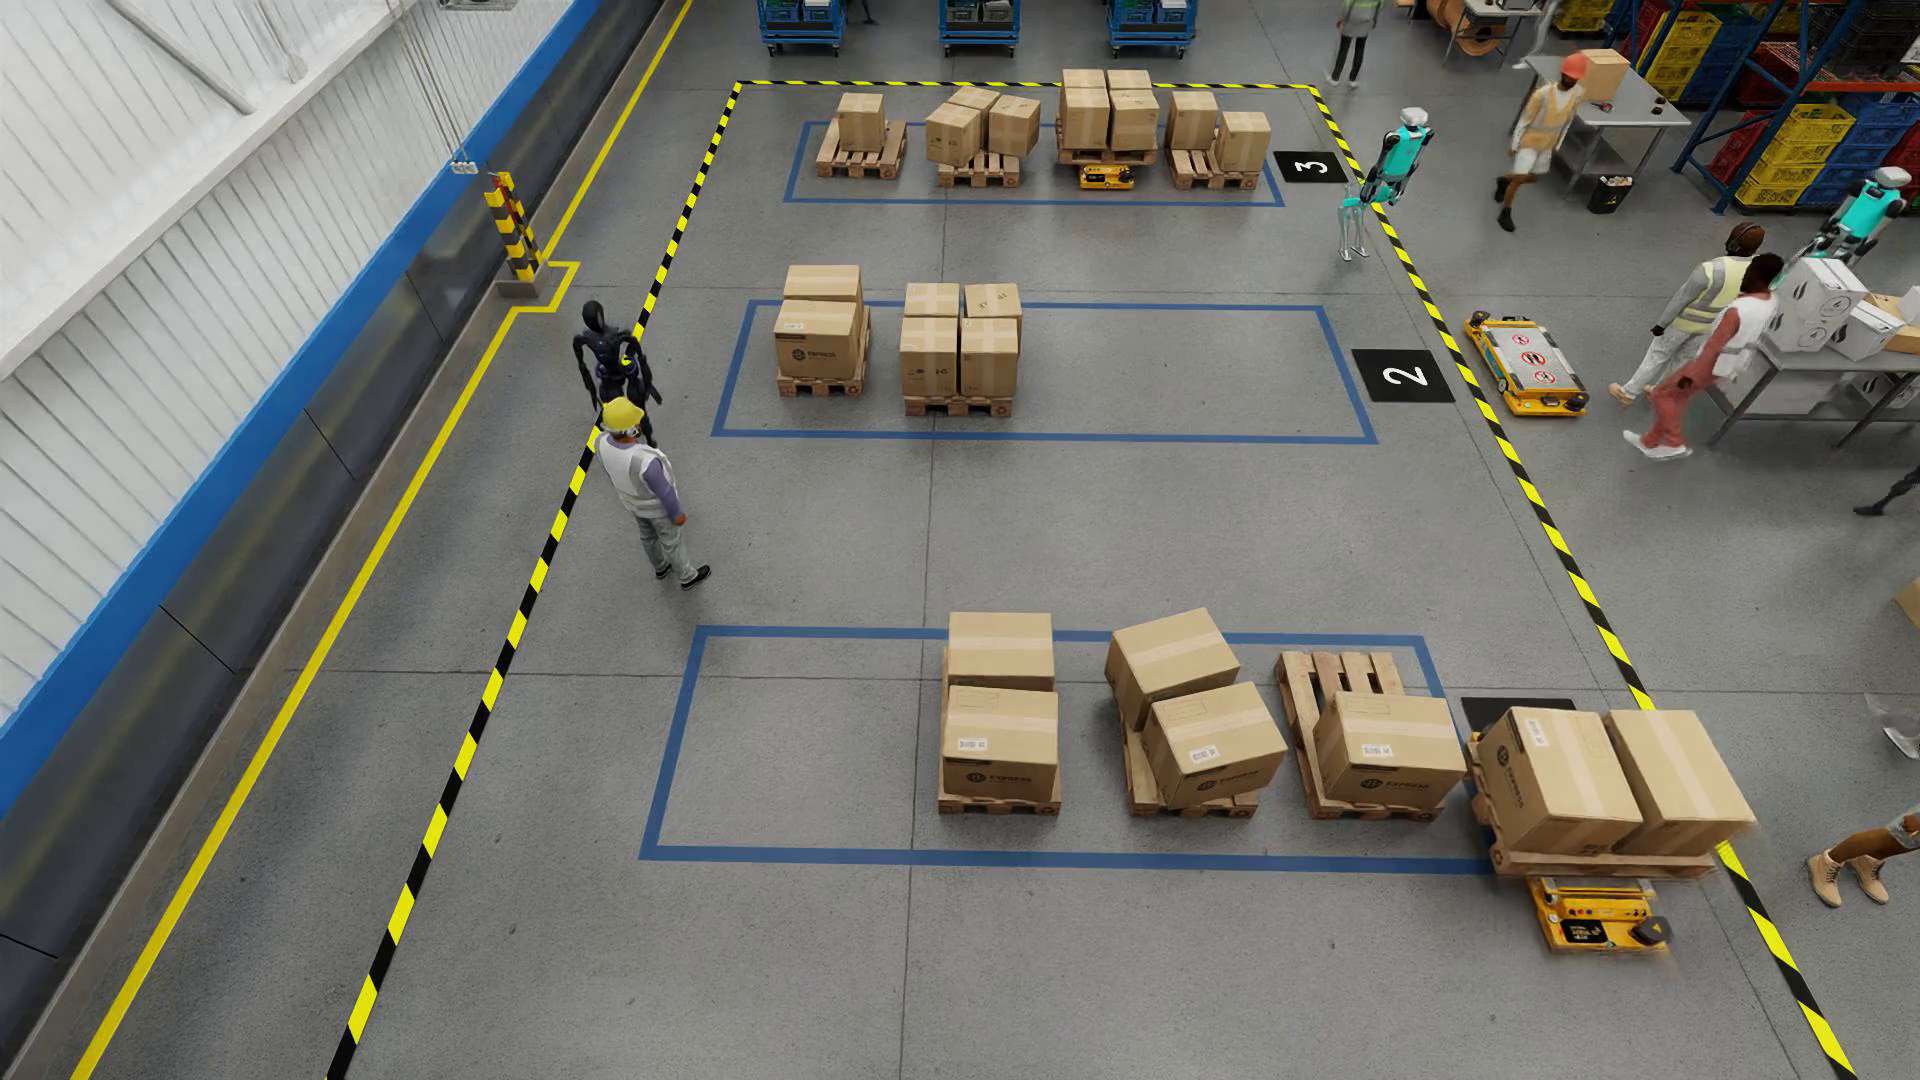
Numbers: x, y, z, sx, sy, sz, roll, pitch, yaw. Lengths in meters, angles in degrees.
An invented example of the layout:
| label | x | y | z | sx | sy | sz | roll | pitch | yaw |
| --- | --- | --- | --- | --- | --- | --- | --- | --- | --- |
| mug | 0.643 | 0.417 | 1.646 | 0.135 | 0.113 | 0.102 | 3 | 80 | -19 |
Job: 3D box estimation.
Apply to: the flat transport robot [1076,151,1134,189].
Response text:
| label | x | y | z | sx | sy | sz | roll | pitch | yaw |
| --- | --- | --- | --- | --- | --- | --- | --- | --- | --- |
| flat transport robot | 1.845 | -4.982 | 11.827 | 0.652 | 0.197 | 1.431 | 1 | 49 | 1 |

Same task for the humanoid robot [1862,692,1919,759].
| label | x | y | z | sx | sy | sz | roll | pitch | yaw |
| --- | --- | --- | --- | --- | --- | --- | --- | --- | --- |
| humanoid robot | 6.573 | 0.884 | 5.806 | 0.547 | 1.795 | 0.850 | -2 | 49 | -2 |

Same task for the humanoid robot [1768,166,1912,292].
| label | x | y | z | sx | sy | sz | roll | pitch | yaw |
| --- | --- | --- | --- | --- | --- | --- | --- | --- | --- |
| humanoid robot | 8.233 | -2.697 | 8.963 | 0.797 | 1.878 | 0.555 | -5 | 49 | -4 |

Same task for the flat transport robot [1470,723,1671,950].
| label | x | y | z | sx | sy | sz | roll | pitch | yaw |
| --- | --- | --- | --- | --- | --- | --- | --- | --- | --- |
| flat transport robot | 3.890 | 1.862 | 5.903 | 0.652 | 0.197 | 1.431 | 1 | 49 | 1 |

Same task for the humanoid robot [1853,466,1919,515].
| label | x | y | z | sx | sy | sz | roll | pitch | yaw |
| --- | --- | --- | --- | --- | --- | --- | --- | --- | --- |
| humanoid robot | 8.097 | -0.732 | 7.279 | 0.781 | 1.636 | 0.613 | -5 | 49 | -4 |

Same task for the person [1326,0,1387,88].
| label | x | y | z | sx | sy | sz | roll | pitch | yaw |
| --- | --- | --- | --- | --- | --- | --- | --- | --- | --- |
| person | 5.600 | -7.349 | 12.847 | 0.596 | 1.850 | 0.396 | 1 | 49 | 0 |

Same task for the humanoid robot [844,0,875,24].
| label | x | y | z | sx | sy | sz | roll | pitch | yaw |
| --- | --- | --- | --- | --- | --- | --- | --- | --- | --- |
| humanoid robot | -1.743 | -9.049 | 14.452 | 0.759 | 1.627 | 0.589 | 18 | 51 | 15 |

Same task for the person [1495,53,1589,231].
| label | x | y | z | sx | sy | sz | roll | pitch | yaw |
| --- | --- | --- | --- | --- | --- | --- | --- | --- | --- |
| person | 6.511 | -4.518 | 10.351 | 0.560 | 1.924 | 0.632 | -2 | 49 | -2 |

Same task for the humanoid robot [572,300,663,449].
| label | x | y | z | sx | sy | sz | roll | pitch | yaw |
| --- | --- | --- | --- | --- | --- | --- | --- | --- | --- |
| humanoid robot | -2.849 | -1.305 | 7.735 | 0.588 | 1.648 | 0.363 | -8 | 50 | -7 |

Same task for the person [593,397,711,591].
| label | x | y | z | sx | sy | sz | roll | pitch | yaw |
| --- | --- | --- | --- | --- | --- | --- | --- | --- | --- |
| person | -2.277 | -0.313 | 6.769 | 0.588 | 1.832 | 0.404 | 24 | 53 | 19 |

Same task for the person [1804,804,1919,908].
| label | x | y | z | sx | sy | sz | roll | pitch | yaw |
| --- | --- | --- | --- | --- | --- | --- | --- | --- | --- |
| person | 5.611 | 1.530 | 5.044 | 0.613 | 2.030 | 0.397 | -2 | 49 | -1 |

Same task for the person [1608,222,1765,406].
| label | x | y | z | sx | sy | sz | roll | pitch | yaw |
| --- | --- | --- | --- | --- | --- | --- | --- | --- | --- |
| person | 6.544 | -1.972 | 8.207 | 0.622 | 1.837 | 0.429 | -3 | 49 | -3 |

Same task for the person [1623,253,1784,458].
| label | x | y | z | sx | sy | sz | roll | pitch | yaw |
| --- | --- | --- | --- | --- | --- | --- | --- | --- | --- |
| person | 6.333 | -1.492 | 7.760 | 0.660 | 1.872 | 0.508 | -23 | 53 | -19 |

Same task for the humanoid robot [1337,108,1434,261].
| label | x | y | z | sx | sy | sz | roll | pitch | yaw |
| --- | --- | --- | --- | --- | --- | --- | --- | --- | --- |
| humanoid robot | 4.431 | -3.844 | 9.803 | 0.533 | 1.673 | 0.735 | -13 | 50 | -11 |

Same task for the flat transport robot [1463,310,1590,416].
| label | x | y | z | sx | sy | sz | roll | pitch | yaw |
| --- | --- | --- | --- | --- | --- | --- | --- | --- | --- |
| flat transport robot | 5.573 | -1.757 | 9.054 | 0.659 | 0.231 | 1.431 | 1 | 49 | 1 |

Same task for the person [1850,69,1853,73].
| label | x | y | z | sx | sy | sz | roll | pitch | yaw |
| --- | --- | --- | --- | --- | --- | --- | --- | --- | --- |
| person | 13.354 | -7.642 | 13.179 | 0.509 | 1.724 | 0.368 | -2 | 49 | -1 |

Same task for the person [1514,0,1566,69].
| label | x | y | z | sx | sy | sz | roll | pitch | yaw |
| --- | --- | --- | --- | --- | --- | --- | --- | --- | --- |
| person | 8.596 | -7.814 | 13.243 | 0.344 | 1.877 | 0.519 | 3 | 49 | 3 |

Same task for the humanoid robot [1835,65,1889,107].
| label | x | y | z | sx | sy | sz | roll | pitch | yaw |
| --- | --- | --- | --- | --- | --- | --- | --- | --- | --- |
| humanoid robot | 11.337 | -5.669 | 11.529 | 0.759 | 1.621 | 0.591 | 6 | 49 | 5 |

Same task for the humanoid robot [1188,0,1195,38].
| label | x | y | z | sx | sy | sz | roll | pitch | yaw |
| --- | --- | --- | --- | --- | --- | --- | --- | --- | --- |
| humanoid robot | 3.630 | -8.654 | 14.090 | 0.376 | 1.655 | 0.591 | 25 | 54 | 20 |
